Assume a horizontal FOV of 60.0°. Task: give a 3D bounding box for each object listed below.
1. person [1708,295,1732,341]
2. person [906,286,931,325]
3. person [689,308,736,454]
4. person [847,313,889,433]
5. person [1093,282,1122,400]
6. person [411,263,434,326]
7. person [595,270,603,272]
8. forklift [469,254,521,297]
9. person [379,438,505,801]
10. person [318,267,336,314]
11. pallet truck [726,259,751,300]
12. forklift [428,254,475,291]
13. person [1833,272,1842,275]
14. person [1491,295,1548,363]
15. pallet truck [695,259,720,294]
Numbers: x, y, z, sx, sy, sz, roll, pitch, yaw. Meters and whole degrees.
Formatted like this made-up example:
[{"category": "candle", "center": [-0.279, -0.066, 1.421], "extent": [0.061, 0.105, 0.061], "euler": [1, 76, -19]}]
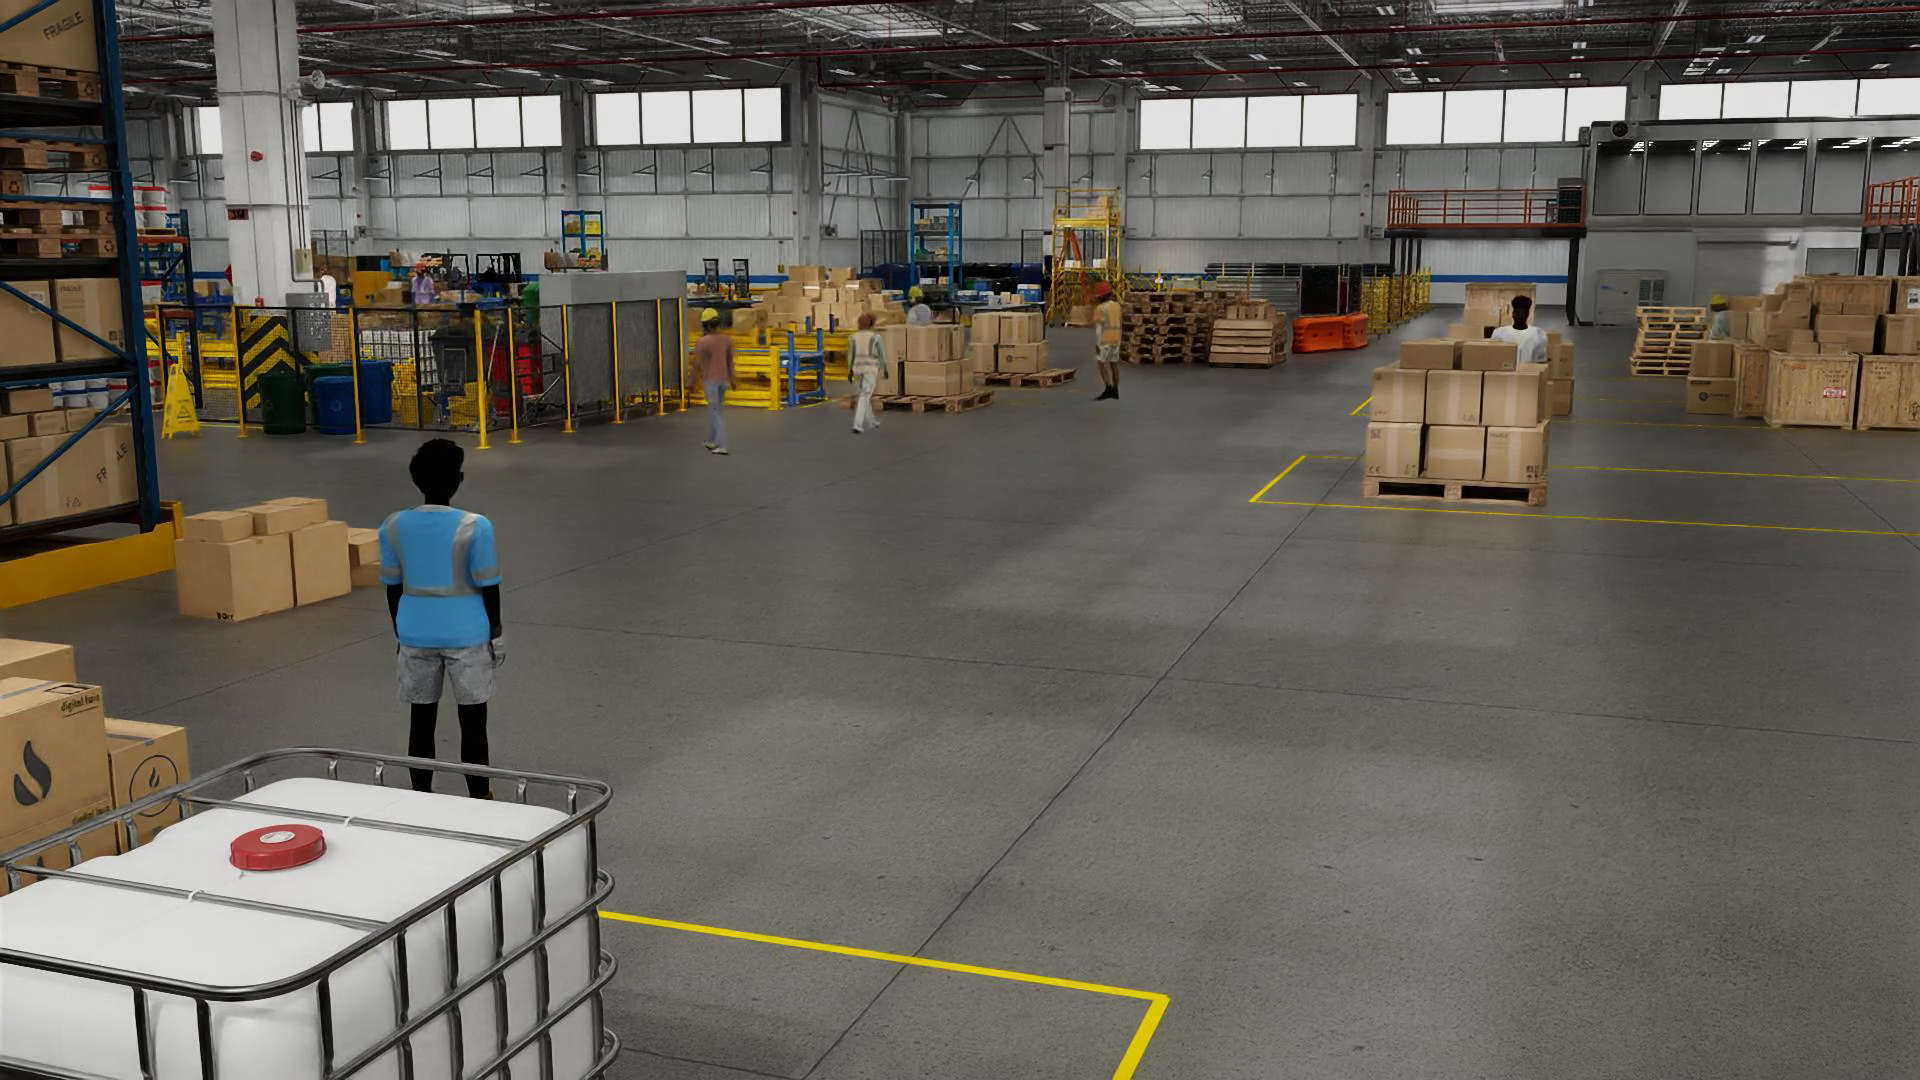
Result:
[{"category": "person", "center": [12.194, -3.099, 26.836], "extent": [0.865, 1.695, 0.490], "euler": [8, 13, 37]}, {"category": "person", "center": [-0.750, -3.256, 27.384], "extent": [0.498, 1.819, 0.619], "euler": [5, 11, 28]}, {"category": "person", "center": [-3.035, -1.915, 20.047], "extent": [0.553, 1.733, 0.787], "euler": [-10, 14, -44]}, {"category": "person", "center": [-1.269, -2.238, 22.308], "extent": [0.507, 1.591, 0.904], "euler": [5, 11, 28]}, {"category": "person", "center": [2.466, -3.214, 26.934], "extent": [0.694, 1.912, 0.505], "euler": [-8, 13, -39]}, {"category": "person", "center": [-13.812, -6.092, 42.737], "extent": [0.608, 2.045, 0.391], "euler": [2, 10, 13]}, {"category": "person", "center": [-8.331, -5.242, 38.284], "extent": [0.650, 1.919, 0.570], "euler": [2, 10, 11]}, {"category": "forklift", "center": [-17.990, -10.121, 64.684], "extent": [1.157, 1.987, 2.680], "euler": [3, 11, 17]}, {"category": "person", "center": [-2.181, 0.416, 7.066], "extent": [0.535, 1.697, 0.318], "euler": [1, 10, 8]}, {"category": "person", "center": [-17.651, -6.655, 46.338], "extent": [0.395, 1.899, 0.644], "euler": [3, 11, 18]}, {"category": "pallet truck", "center": [-7.986, -9.493, 62.019], "extent": [0.823, 1.965, 1.885], "euler": [3, 11, 17]}, {"category": "forklift", "center": [-20.133, -10.254, 65.465], "extent": [1.157, 1.987, 2.680], "euler": [3, 11, 19]}, {"category": "person", "center": [21.397, -5.631, 40.731], "extent": [0.502, 1.834, 0.399], "euler": [-5, 11, -24]}, {"category": "person", "center": [6.078, -1.688, 18.156], "extent": [0.609, 1.963, 0.368], "euler": [2, 10, 11]}, {"category": "pallet truck", "center": [-9.165, -9.627, 62.776], "extent": [0.823, 1.965, 1.885], "euler": [4, 11, 23]}]
